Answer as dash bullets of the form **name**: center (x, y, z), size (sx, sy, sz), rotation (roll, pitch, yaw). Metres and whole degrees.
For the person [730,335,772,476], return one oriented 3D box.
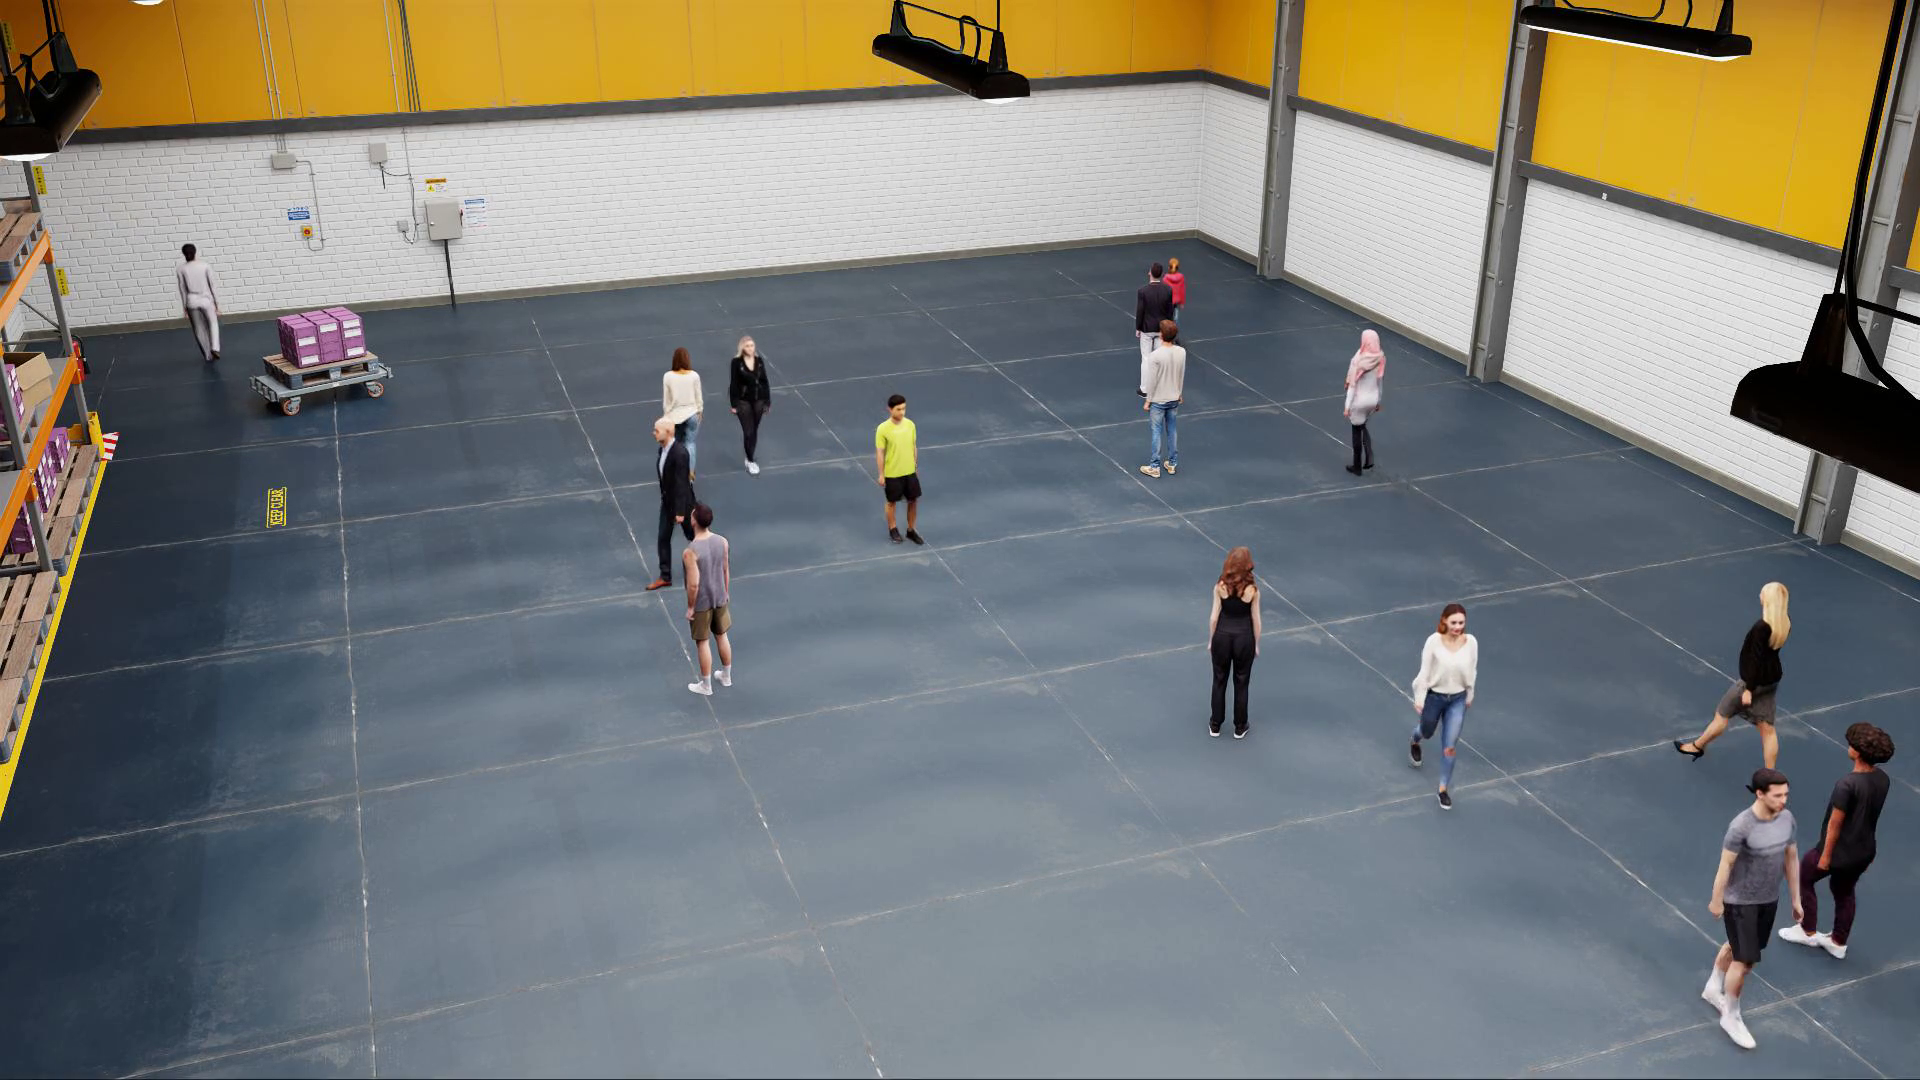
- **person**: center (-2.554, -1.650, 19.915), size (0.700, 1.677, 0.737), rotation (-14, 27, -28)

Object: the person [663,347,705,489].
- **person**: center (-3.204, -1.380, 19.349), size (0.737, 1.634, 1.105), rotation (-6, 24, -12)

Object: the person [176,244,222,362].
- **person**: center (-10.866, -3.355, 23.759), size (0.653, 1.722, 0.876), rotation (-10, 26, -22)

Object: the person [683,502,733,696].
- **person**: center (-2.252, 0.521, 14.822), size (0.731, 1.847, 0.719), rotation (21, 31, 39)

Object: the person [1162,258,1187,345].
- **person**: center (3.156, -3.495, 24.597), size (0.548, 1.306, 0.552), rotation (-3, 24, -8)

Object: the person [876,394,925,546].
- **person**: center (-0.701, -0.783, 17.911), size (0.701, 1.693, 0.742), rotation (-11, 26, -24)

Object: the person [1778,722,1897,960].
- **person**: center (6.050, 2.086, 11.253), size (0.665, 1.769, 0.638), rotation (-11, 26, -24)

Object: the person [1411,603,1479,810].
- **person**: center (3.836, 1.250, 13.298), size (0.916, 1.663, 1.170), rotation (1, 24, 3)

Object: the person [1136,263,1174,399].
- **person**: center (2.608, -2.830, 22.405), size (0.704, 1.845, 0.637), rotation (-3, 24, -6)

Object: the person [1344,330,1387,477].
- **person**: center (4.820, -1.586, 19.617), size (0.678, 1.798, 0.700), rotation (-11, 26, -23)

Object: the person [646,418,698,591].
- **person**: center (-2.797, -0.384, 16.903), size (1.222, 1.768, 1.066), rotation (21, 31, 40)

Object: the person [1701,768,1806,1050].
- **person**: center (5.048, 2.257, 10.749), size (0.662, 1.858, 0.787), rotation (-9, 25, -20)

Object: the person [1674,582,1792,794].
- **person**: center (6.411, 1.225, 13.180), size (0.850, 1.803, 1.171), rotation (-16, 29, -33)

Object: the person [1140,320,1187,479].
- **person**: center (2.427, -1.677, 19.691), size (0.672, 1.905, 0.601), rotation (-11, 26, -23)

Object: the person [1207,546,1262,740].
- **person**: center (2.312, 0.863, 14.078), size (0.670, 1.747, 0.689), rotation (5, 24, 12)
